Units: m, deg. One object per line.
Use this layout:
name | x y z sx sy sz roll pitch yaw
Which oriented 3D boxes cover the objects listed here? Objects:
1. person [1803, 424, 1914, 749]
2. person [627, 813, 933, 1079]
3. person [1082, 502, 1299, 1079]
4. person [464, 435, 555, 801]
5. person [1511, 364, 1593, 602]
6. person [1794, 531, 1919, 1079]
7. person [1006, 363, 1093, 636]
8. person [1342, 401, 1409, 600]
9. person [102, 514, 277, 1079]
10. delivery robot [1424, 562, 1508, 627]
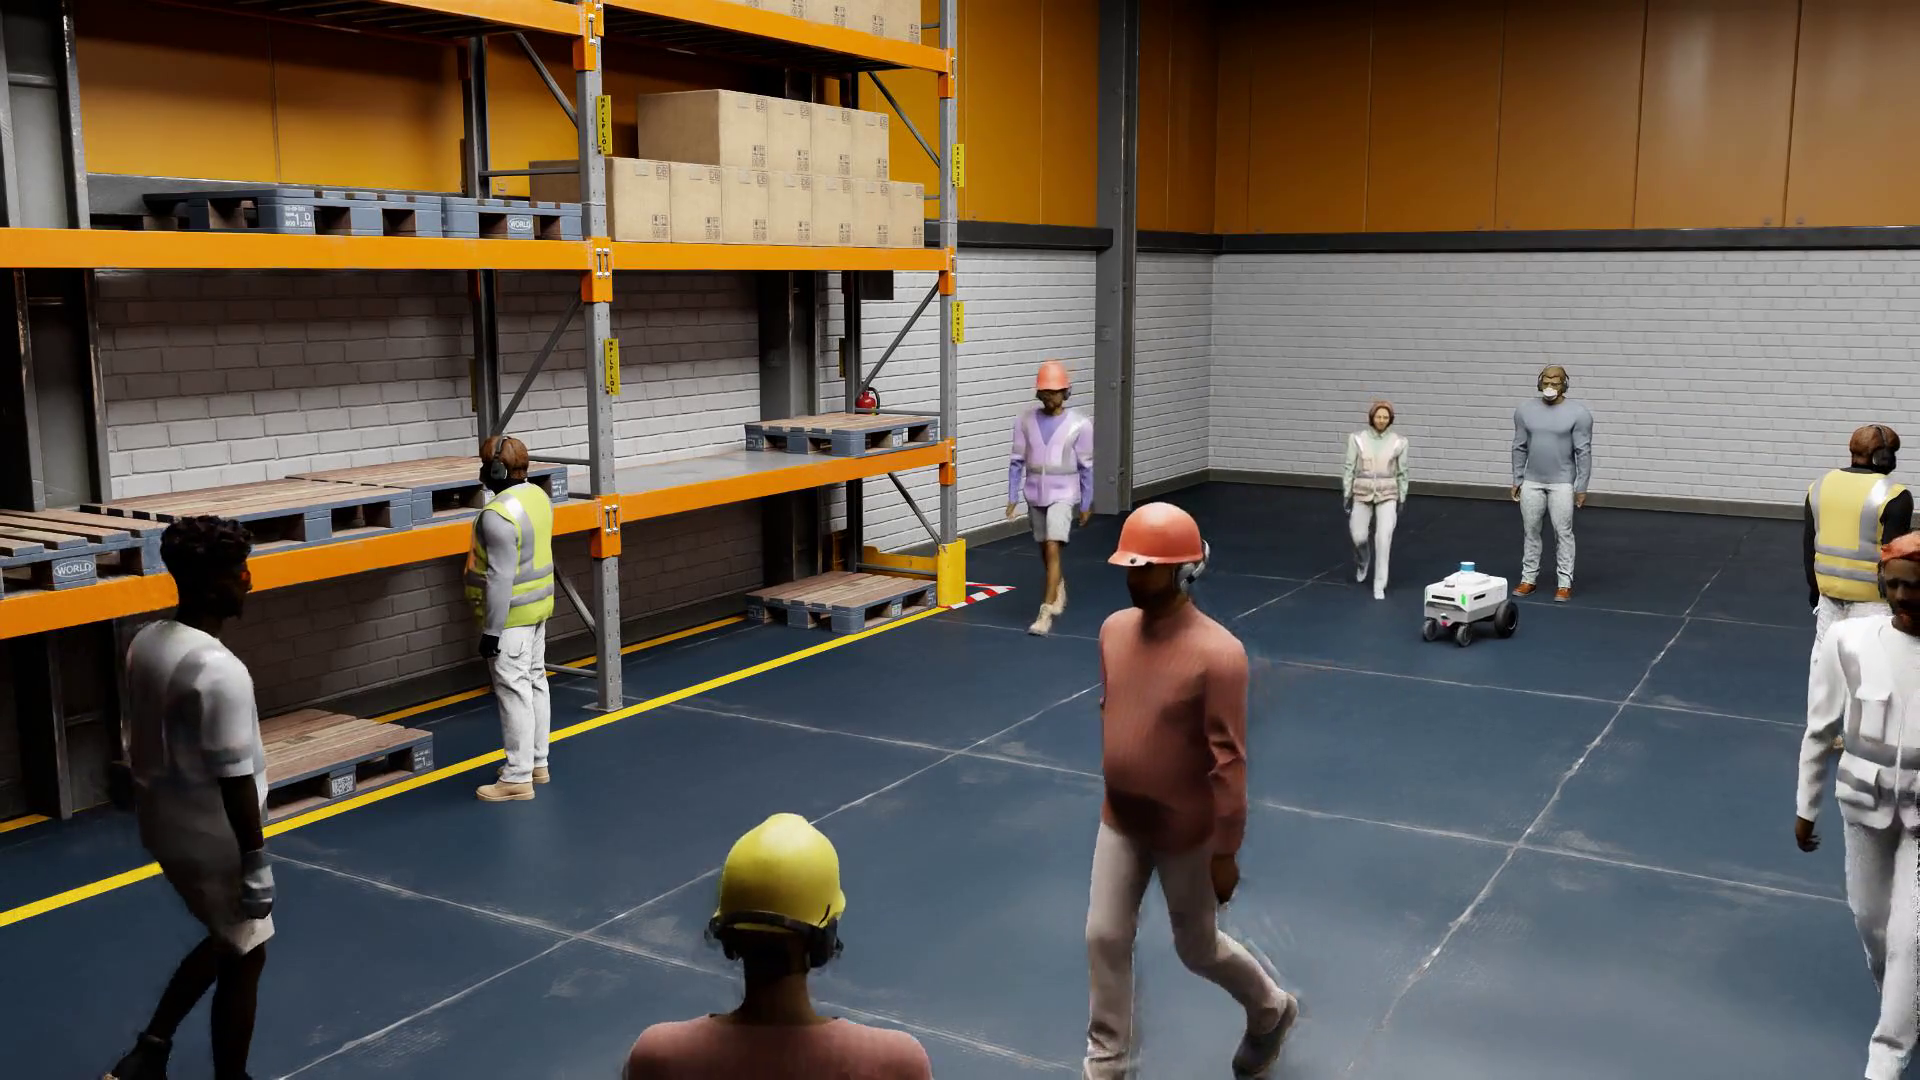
person | 4.888 0.291 9.029 0.429 1.840 0.637 -3 10 -20
person | -0.290 1.319 2.857 0.546 1.751 0.450 1 9 5
person | 0.693 0.844 5.200 0.895 1.968 0.622 -7 11 -37
person | -2.276 0.390 8.408 0.429 1.844 0.627 1 9 5
person | 4.777 -0.457 13.460 0.645 1.927 0.389 8 12 42
person | 3.081 0.867 5.430 0.593 1.854 0.927 8 12 40
person | 0.706 -0.338 12.510 0.606 2.001 1.076 4 10 23
person | 3.419 -0.346 13.671 0.524 1.619 0.553 3 10 17
person | -2.279 0.885 4.986 0.630 1.946 0.474 9 13 43
delivery robot | 3.666 0.402 12.045 0.477 0.478 0.707 9 13 43
